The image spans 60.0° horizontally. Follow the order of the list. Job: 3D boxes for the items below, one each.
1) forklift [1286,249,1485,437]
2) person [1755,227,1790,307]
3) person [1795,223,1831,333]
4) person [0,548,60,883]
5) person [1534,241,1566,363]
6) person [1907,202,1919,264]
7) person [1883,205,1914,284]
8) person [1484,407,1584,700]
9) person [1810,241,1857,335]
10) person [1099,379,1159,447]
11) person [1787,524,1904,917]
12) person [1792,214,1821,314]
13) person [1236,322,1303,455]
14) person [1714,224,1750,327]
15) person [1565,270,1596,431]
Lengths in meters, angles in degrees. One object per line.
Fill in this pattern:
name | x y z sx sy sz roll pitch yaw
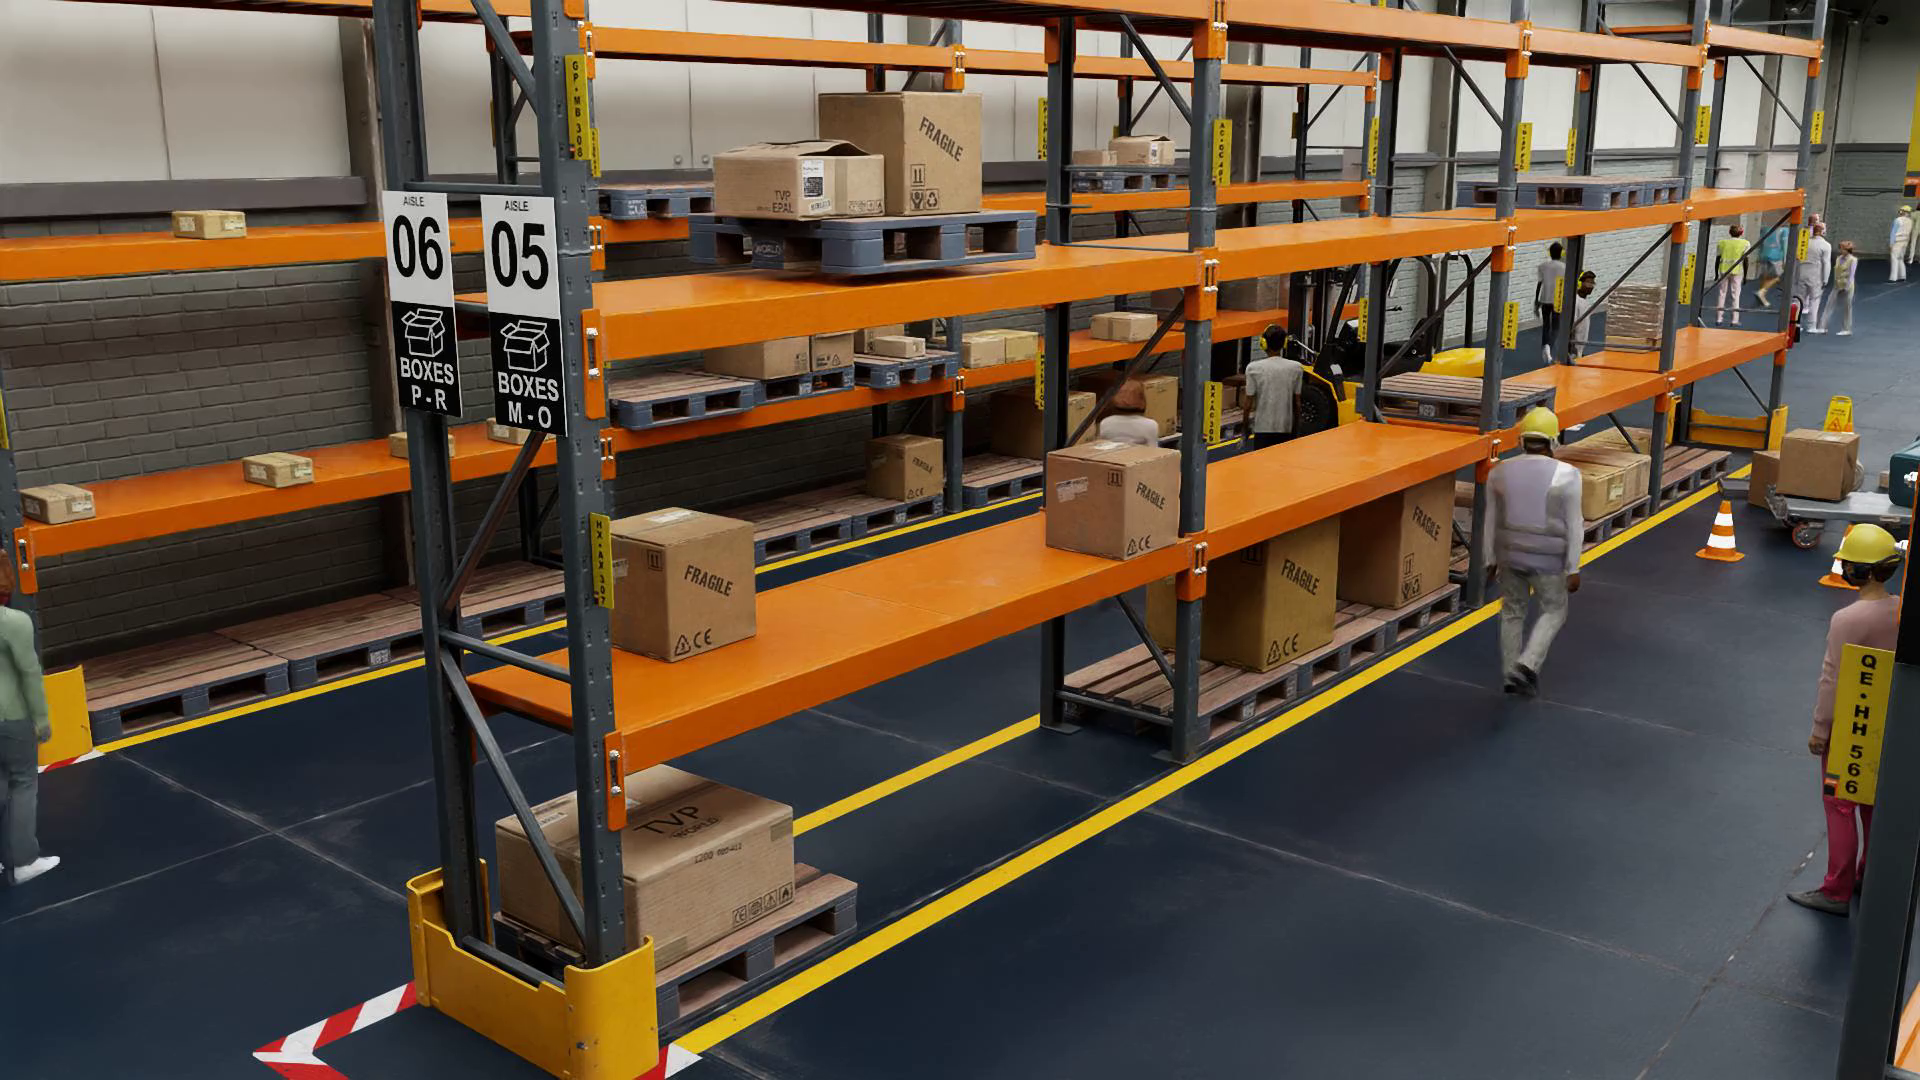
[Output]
forklift | 4.886 -2.214 18.767 2.313 2.155 1.214 11 18 38
person | 16.041 -5.585 32.866 0.562 2.012 0.670 -7 15 -25
person | 14.830 -4.550 28.898 0.398 1.899 0.637 -7 15 -26
person | -4.416 0.801 7.665 0.513 1.621 0.349 3 14 12
person | 8.885 -3.556 24.966 0.524 1.840 0.782 8 16 29
person | 25.386 -8.139 44.049 0.507 1.632 0.267 5 15 21
person | 21.529 -6.756 38.126 0.642 1.784 0.423 -7 16 -27
person | 3.474 0.104 10.097 0.624 1.818 0.444 11 18 38
person | 14.972 -4.280 28.371 0.783 1.601 0.528 -3 14 -10
person | 1.255 -0.395 12.522 0.519 1.620 0.411 9 16 32
person | 3.984 0.794 7.429 0.520 1.758 0.346 -9 16 -32
person | 16.298 -5.300 31.952 0.399 1.900 0.645 -4 14 -15
person | 2.646 -0.919 14.172 0.531 1.870 0.320 -1 14 -2
person | 13.806 -4.747 29.797 0.564 1.847 0.397 12 18 40
person | 7.211 -2.214 19.447 0.314 1.864 0.533 8 16 29
